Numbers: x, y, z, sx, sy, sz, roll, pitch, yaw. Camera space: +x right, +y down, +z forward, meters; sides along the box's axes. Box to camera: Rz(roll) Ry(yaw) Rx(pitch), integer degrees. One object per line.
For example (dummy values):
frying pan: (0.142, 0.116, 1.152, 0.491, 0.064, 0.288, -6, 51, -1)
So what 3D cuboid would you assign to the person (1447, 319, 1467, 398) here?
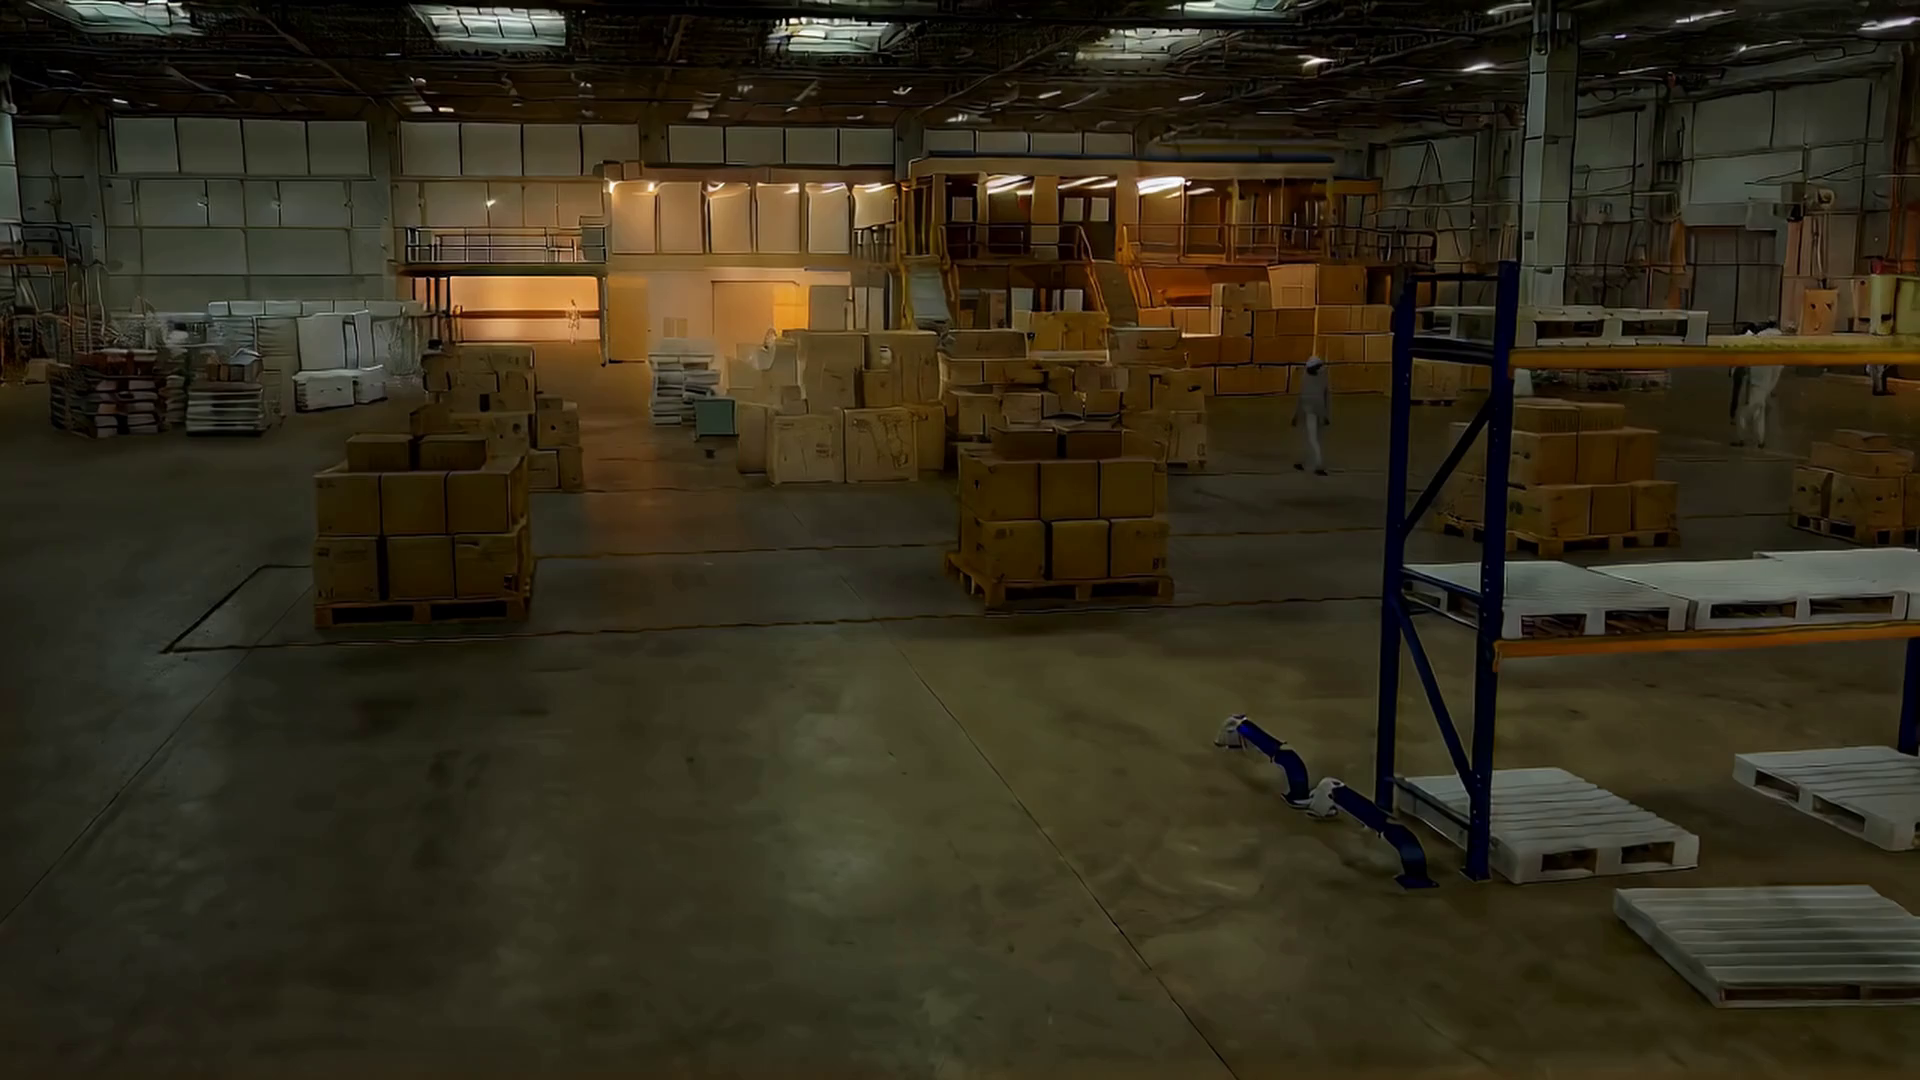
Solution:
person: (11.112, -4.154, 38.018, 1.006, 1.880, 0.595, -2, 10, -12)

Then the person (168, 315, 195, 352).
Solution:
person: (-16.243, -3.672, 34.679, 0.614, 2.019, 0.890, 2, 9, 10)

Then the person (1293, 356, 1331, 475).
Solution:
person: (5.125, -1.820, 24.243, 0.538, 1.712, 0.899, -4, 10, -25)

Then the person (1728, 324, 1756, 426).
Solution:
person: (14.899, -3.124, 31.528, 0.627, 1.941, 0.371, 5, 10, 26)

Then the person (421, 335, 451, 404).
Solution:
person: (-8.816, -2.519, 28.044, 0.519, 1.874, 0.327, -6, 11, -34)

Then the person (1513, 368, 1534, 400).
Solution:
person: (8.397, -2.035, 25.272, 0.804, 1.819, 0.632, 7, 11, 35)

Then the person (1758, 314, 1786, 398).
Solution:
person: (18.562, -4.193, 38.082, 0.608, 1.929, 0.519, 5, 11, 30)

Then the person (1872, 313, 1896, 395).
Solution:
person: (21.802, -4.381, 39.197, 0.360, 1.938, 0.545, -3, 10, -20)

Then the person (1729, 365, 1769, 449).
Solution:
person: (13.157, -2.365, 27.565, 0.518, 1.722, 0.560, -4, 10, -22)

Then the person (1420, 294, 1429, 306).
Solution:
person: (18.100, -8.611, 64.872, 0.428, 1.982, 0.632, 4, 10, 23)

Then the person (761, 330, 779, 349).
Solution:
person: (-3.066, -2.438, 27.193, 0.392, 1.990, 0.612, 0, 9, 0)

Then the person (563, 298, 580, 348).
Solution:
person: (-14.449, -8.071, 61.898, 0.600, 1.868, 0.458, -2, 10, -14)
